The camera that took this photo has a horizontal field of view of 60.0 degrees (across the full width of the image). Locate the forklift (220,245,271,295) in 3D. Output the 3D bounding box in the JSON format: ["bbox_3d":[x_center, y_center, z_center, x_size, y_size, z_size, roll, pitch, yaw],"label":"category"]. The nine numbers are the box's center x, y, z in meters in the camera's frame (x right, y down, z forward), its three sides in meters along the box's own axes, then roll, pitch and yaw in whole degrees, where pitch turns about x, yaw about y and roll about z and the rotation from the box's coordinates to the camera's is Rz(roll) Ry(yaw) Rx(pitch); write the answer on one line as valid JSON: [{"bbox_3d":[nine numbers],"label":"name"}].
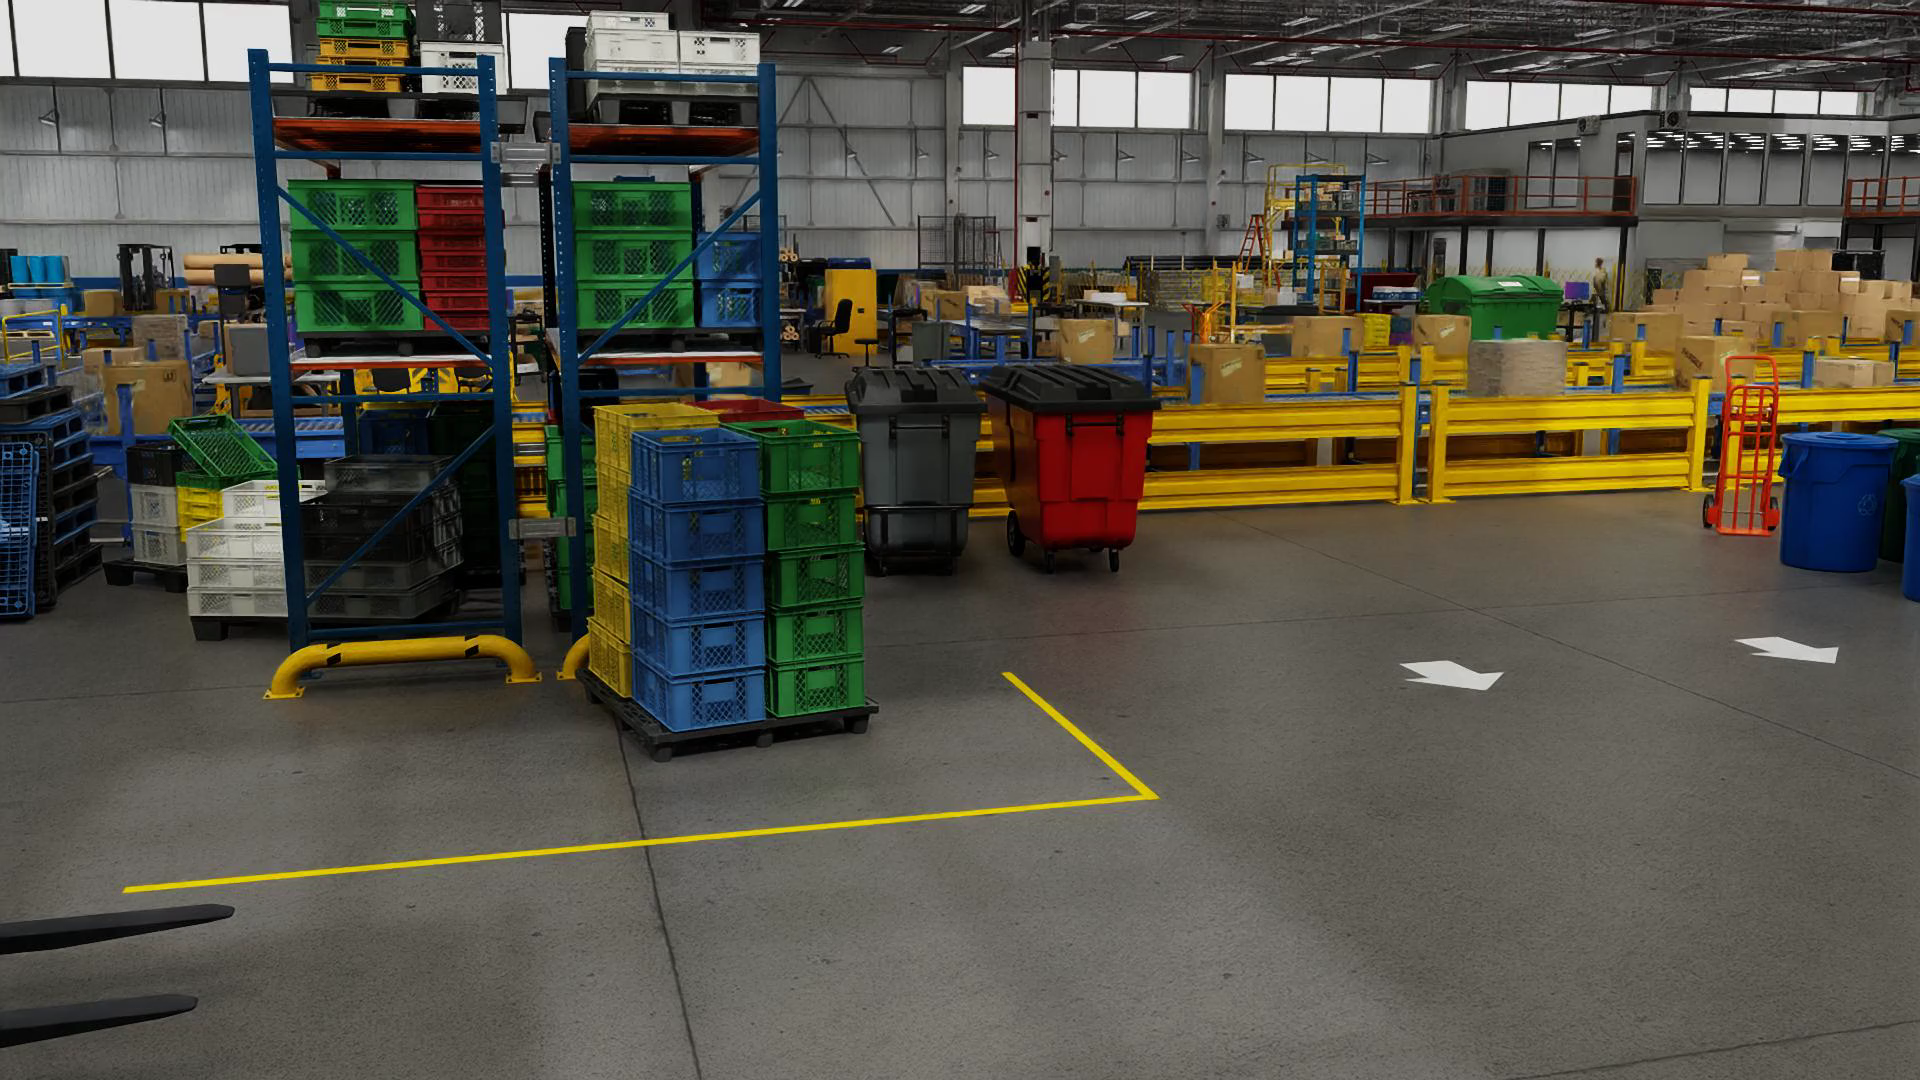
[{"bbox_3d":[-17.749,-6.334,41.440,1.157,1.987,2.680,-3,10,-17],"label":"forklift"}]

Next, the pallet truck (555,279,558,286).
[{"bbox_3d":[-10.604,-6.375,44.520,0.653,1.274,1.630,-3,10,-15],"label":"pallet truck"}]

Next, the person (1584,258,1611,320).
[{"bbox_3d":[18.412,-7.215,47.910,0.983,1.800,0.516,9,13,40],"label":"person"}]

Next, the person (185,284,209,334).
[{"bbox_3d":[-15.411,-4.743,33.635,0.663,1.884,0.803,8,13,40],"label":"person"}]

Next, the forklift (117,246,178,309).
[{"bbox_3d":[-19.966,-6.232,40.894,1.157,1.987,2.680,-3,10,-15],"label":"forklift"}]
